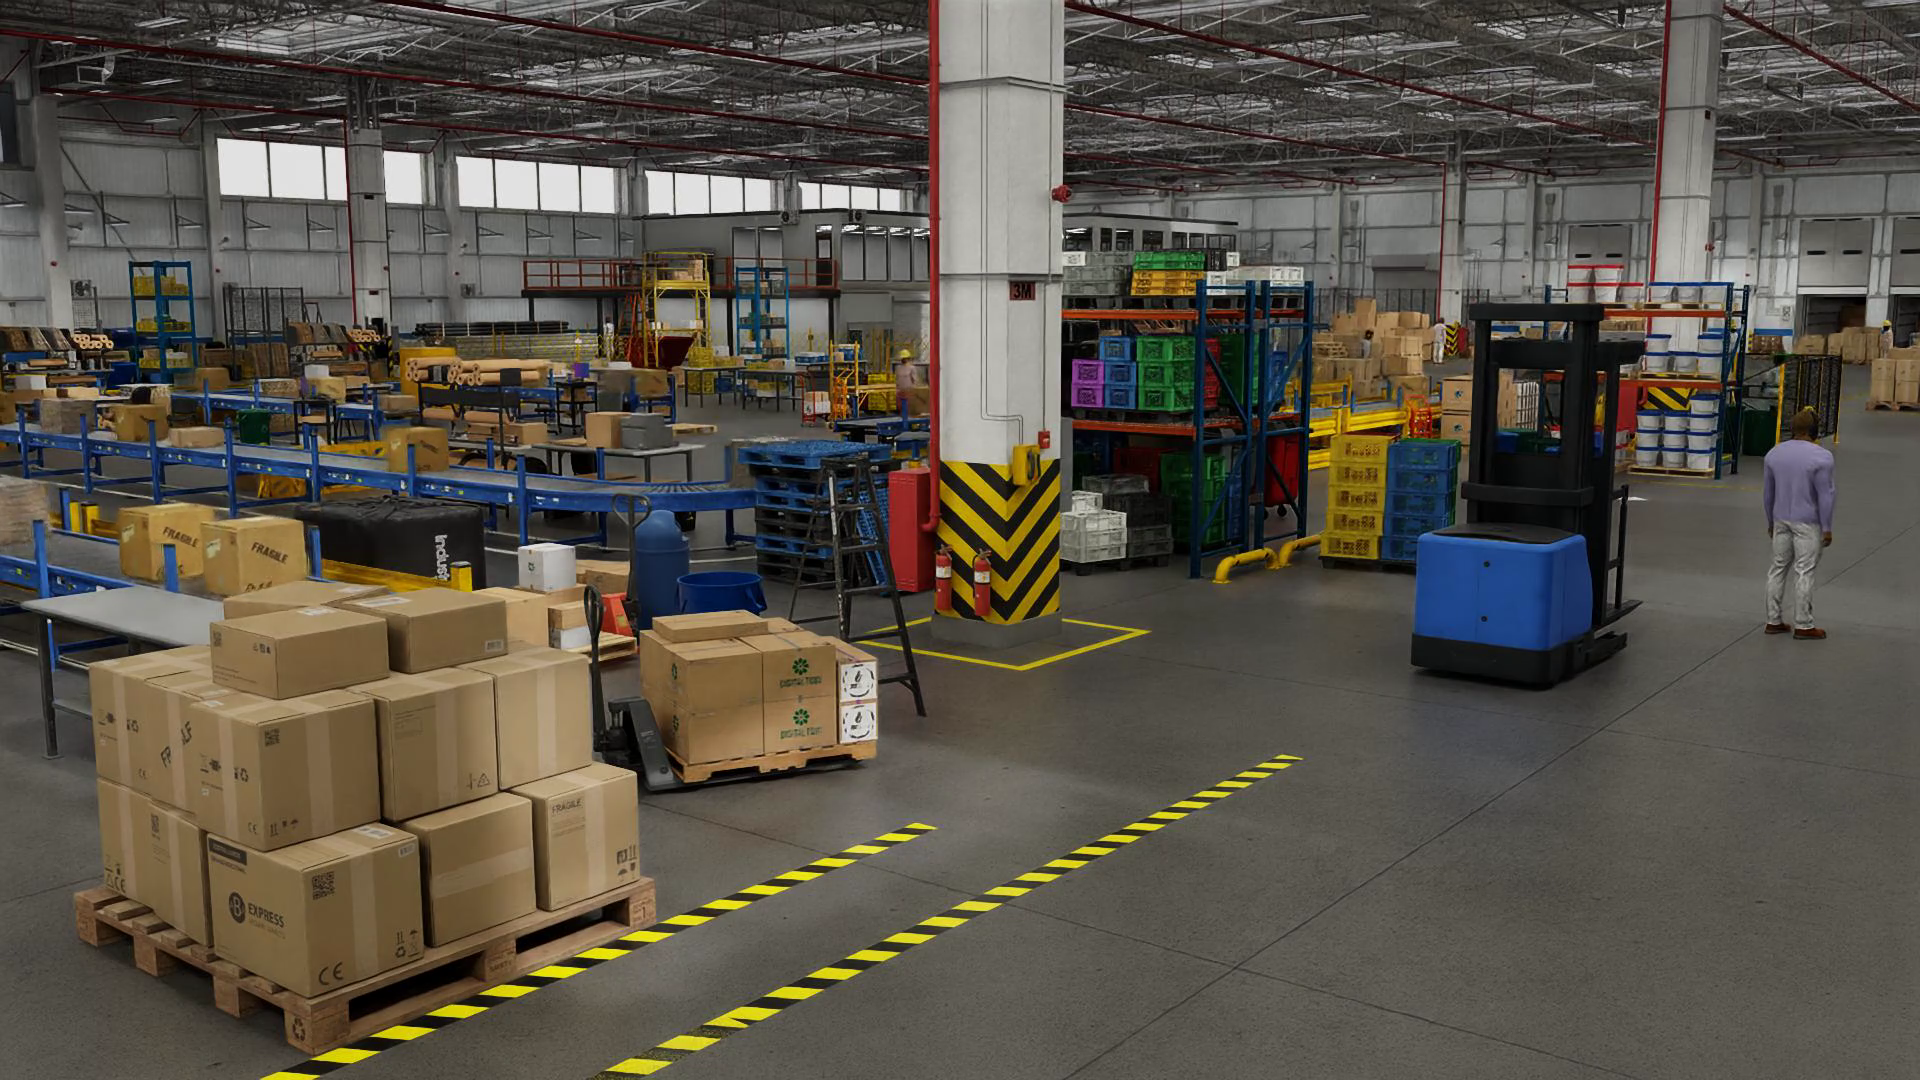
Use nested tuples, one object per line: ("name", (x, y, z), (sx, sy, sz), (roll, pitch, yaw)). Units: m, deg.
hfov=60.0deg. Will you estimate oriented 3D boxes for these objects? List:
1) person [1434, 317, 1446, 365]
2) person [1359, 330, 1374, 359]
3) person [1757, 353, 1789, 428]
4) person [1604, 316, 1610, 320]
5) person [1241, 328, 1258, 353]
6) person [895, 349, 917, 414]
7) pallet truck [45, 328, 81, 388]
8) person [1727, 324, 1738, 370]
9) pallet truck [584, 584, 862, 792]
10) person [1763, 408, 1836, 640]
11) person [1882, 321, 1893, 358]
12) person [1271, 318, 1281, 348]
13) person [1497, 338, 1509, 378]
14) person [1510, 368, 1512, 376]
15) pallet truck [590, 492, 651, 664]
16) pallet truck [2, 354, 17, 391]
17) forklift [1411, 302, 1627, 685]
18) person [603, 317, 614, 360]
("person", (19.507, -8.082, 67.595), (0.373, 1.932, 0.623), (-5, 10, -31))
("person", (11.980, -5.282, 49.064), (0.765, 1.819, 0.624), (4, 9, 25))
("person", (16.965, -3.056, 34.614), (0.534, 1.657, 0.860), (-2, 9, -11))
("person", (28.617, -8.957, 73.608), (0.553, 1.881, 0.996), (-1, 9, -9))
("person", (8.016, -4.971, 46.295), (0.626, 2.019, 0.501), (7, 11, 38))
("person", (-1.099, -3.096, 34.529), (0.532, 1.747, 0.478), (6, 10, 36))
("pallet truck", (-23.775, -4.544, 43.495), (1.885, 1.965, 0.823), (6, 10, 35))
("person", (29.003, -7.232, 62.492), (0.490, 1.735, 0.331), (-2, 9, -12))
("pallet truck", (-1.426, 0.805, 10.019), (1.601, 1.201, 0.680), (-4, 9, -26))
("person", (7.039, -0.134, 13.962), (0.372, 1.940, 0.630), (-4, 10, -27))
("person", (33.128, -6.877, 59.503), (0.398, 1.918, 0.589), (3, 9, 20))
("person", (13.863, -8.828, 72.921), (0.429, 1.838, 0.622), (2, 9, 15))
("person", (13.110, -4.015, 40.573), (0.879, 1.797, 0.625), (-6, 10, -36))
("person", (13.393, -3.981, 40.226), (0.777, 1.842, 0.526), (8, 11, 42))
("pallet truck", (-3.115, 0.344, 12.883), (0.653, 1.274, 1.630), (7, 11, 37))
("pallet truck", (-24.881, -4.417, 42.634), (1.885, 1.965, 0.823), (8, 11, 41))
("forklift", (4.379, -0.438, 12.852), (1.129, 2.768, 1.873), (7, 11, 37))
("person", (-15.200, -8.705, 71.931), (0.355, 1.883, 0.575), (6, 10, 35))
